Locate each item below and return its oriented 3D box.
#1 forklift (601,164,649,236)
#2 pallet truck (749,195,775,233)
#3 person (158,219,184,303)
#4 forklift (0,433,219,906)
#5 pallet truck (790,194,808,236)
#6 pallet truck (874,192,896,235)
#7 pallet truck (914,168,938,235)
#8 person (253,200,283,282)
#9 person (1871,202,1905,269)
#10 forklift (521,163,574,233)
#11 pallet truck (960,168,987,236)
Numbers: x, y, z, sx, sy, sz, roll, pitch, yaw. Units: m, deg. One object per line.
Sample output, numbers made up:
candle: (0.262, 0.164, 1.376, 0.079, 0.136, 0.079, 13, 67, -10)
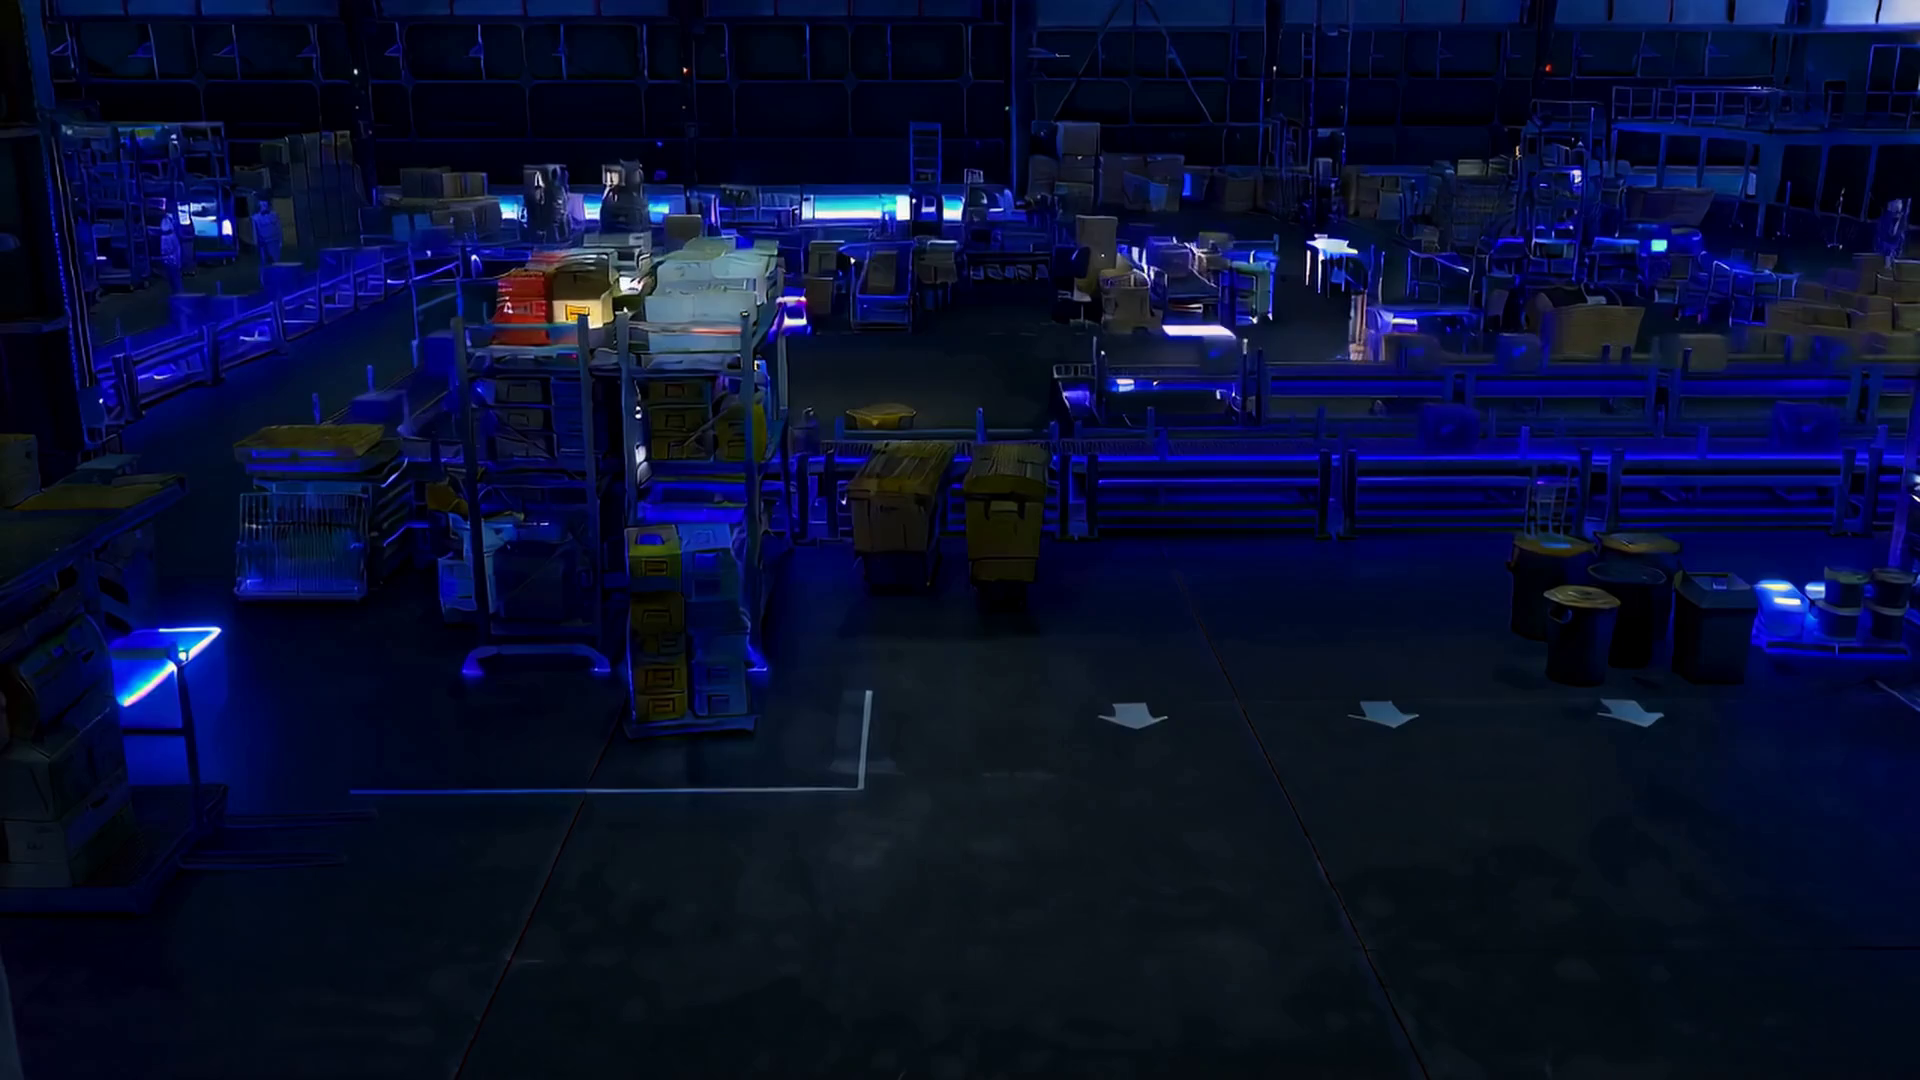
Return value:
forklift: (-9.948, -10.127, 49.296, 1.157, 1.987, 2.680, -1, 16, -3)
pallet truck: (-6.051, -9.967, 50.660, 0.680, 1.201, 1.601, 0, 16, -1)
person: (-16.979, -5.996, 35.803, 0.589, 1.822, 0.403, 13, 20, 38)
forklift: (-5.952, 0.780, 10.366, 1.873, 2.768, 1.129, 0, 16, -1)
pallet truck: (-4.814, -9.883, 50.259, 0.704, 1.261, 1.522, -1, 16, -3)
pallet truck: (-2.277, -9.986, 50.594, 0.653, 1.274, 1.630, 0, 16, -1)
pallet truck: (-0.989, -10.316, 50.507, 0.823, 1.965, 1.885, 1, 16, 3)
person: (-16.386, -7.072, 39.392, 0.638, 1.910, 0.407, -3, 16, -10)
person: (21.083, -6.671, 37.835, 0.636, 1.990, 1.049, 12, 20, 35)
forklift: (-12.233, -10.122, 49.298, 1.157, 1.987, 2.680, 0, 16, -1)
pallet truck: (0.383, -10.230, 50.206, 0.823, 1.965, 1.885, -1, 16, -3)
